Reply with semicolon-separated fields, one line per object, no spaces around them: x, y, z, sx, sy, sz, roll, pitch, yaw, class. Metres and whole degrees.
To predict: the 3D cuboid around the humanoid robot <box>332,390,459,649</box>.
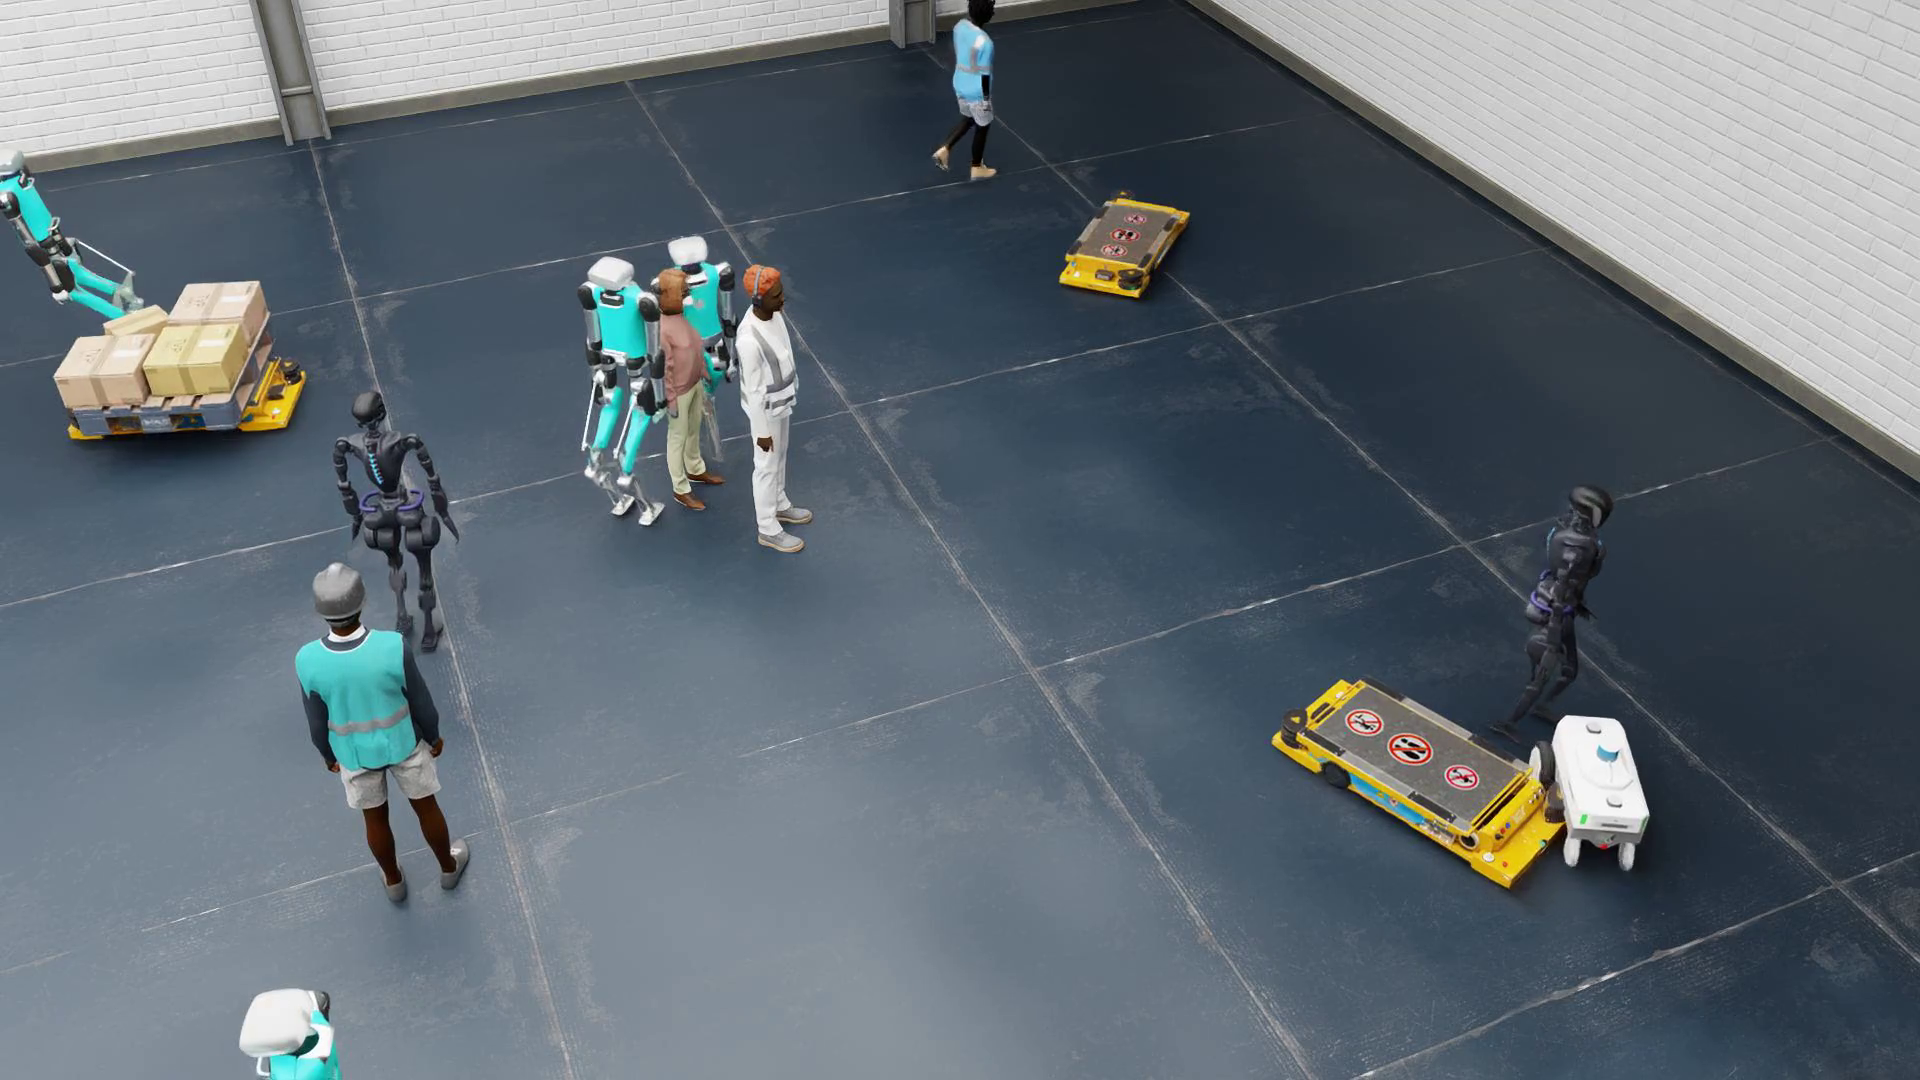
-3.133;-0.117;9.270;0.600;1.644;0.376;-1;38;-2;humanoid robot

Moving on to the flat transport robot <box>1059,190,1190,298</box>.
1.343;-2.393;13.388;0.659;0.231;1.431;14;40;17;flat transport robot

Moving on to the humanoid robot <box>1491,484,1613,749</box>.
3.111;0.406;8.587;0.367;1.652;0.593;20;42;24;humanoid robot

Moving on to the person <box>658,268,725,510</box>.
-1.719;-0.961;10.402;0.288;1.633;0.498;12;39;15;person

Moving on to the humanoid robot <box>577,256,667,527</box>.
-2.099;-0.818;10.077;0.530;1.733;0.688;13;39;17;humanoid robot

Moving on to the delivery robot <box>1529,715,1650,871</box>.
3.221;1.236;8.415;0.499;0.576;0.768;4;38;5;delivery robot

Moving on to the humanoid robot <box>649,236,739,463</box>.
-1.712;-1.170;10.611;0.531;1.820;0.688;-17;41;-20;humanoid robot

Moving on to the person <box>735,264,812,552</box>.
-1.128;-0.796;9.986;0.348;1.882;0.582;5;38;6;person

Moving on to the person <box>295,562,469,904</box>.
-2.686;0.930;7.691;0.554;1.938;0.432;-9;38;-11;person

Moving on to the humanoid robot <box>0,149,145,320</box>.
-6.048;-1.884;11.503;0.762;1.760;0.534;-9;38;-11;humanoid robot

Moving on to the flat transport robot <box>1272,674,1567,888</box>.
2.414;1.209;8.700;1.431;0.231;0.659;31;47;34;flat transport robot

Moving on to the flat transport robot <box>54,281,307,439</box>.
-5.355;-0.983;11.553;1.431;0.231;0.659;-3;38;-4;flat transport robot

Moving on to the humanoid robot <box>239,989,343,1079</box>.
-2.476;2.295;6.077;1.027;1.730;0.542;-6;38;-7;humanoid robot

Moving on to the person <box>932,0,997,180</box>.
0.078;-3.805;14.064;0.496;1.674;0.547;-20;42;-24;person
